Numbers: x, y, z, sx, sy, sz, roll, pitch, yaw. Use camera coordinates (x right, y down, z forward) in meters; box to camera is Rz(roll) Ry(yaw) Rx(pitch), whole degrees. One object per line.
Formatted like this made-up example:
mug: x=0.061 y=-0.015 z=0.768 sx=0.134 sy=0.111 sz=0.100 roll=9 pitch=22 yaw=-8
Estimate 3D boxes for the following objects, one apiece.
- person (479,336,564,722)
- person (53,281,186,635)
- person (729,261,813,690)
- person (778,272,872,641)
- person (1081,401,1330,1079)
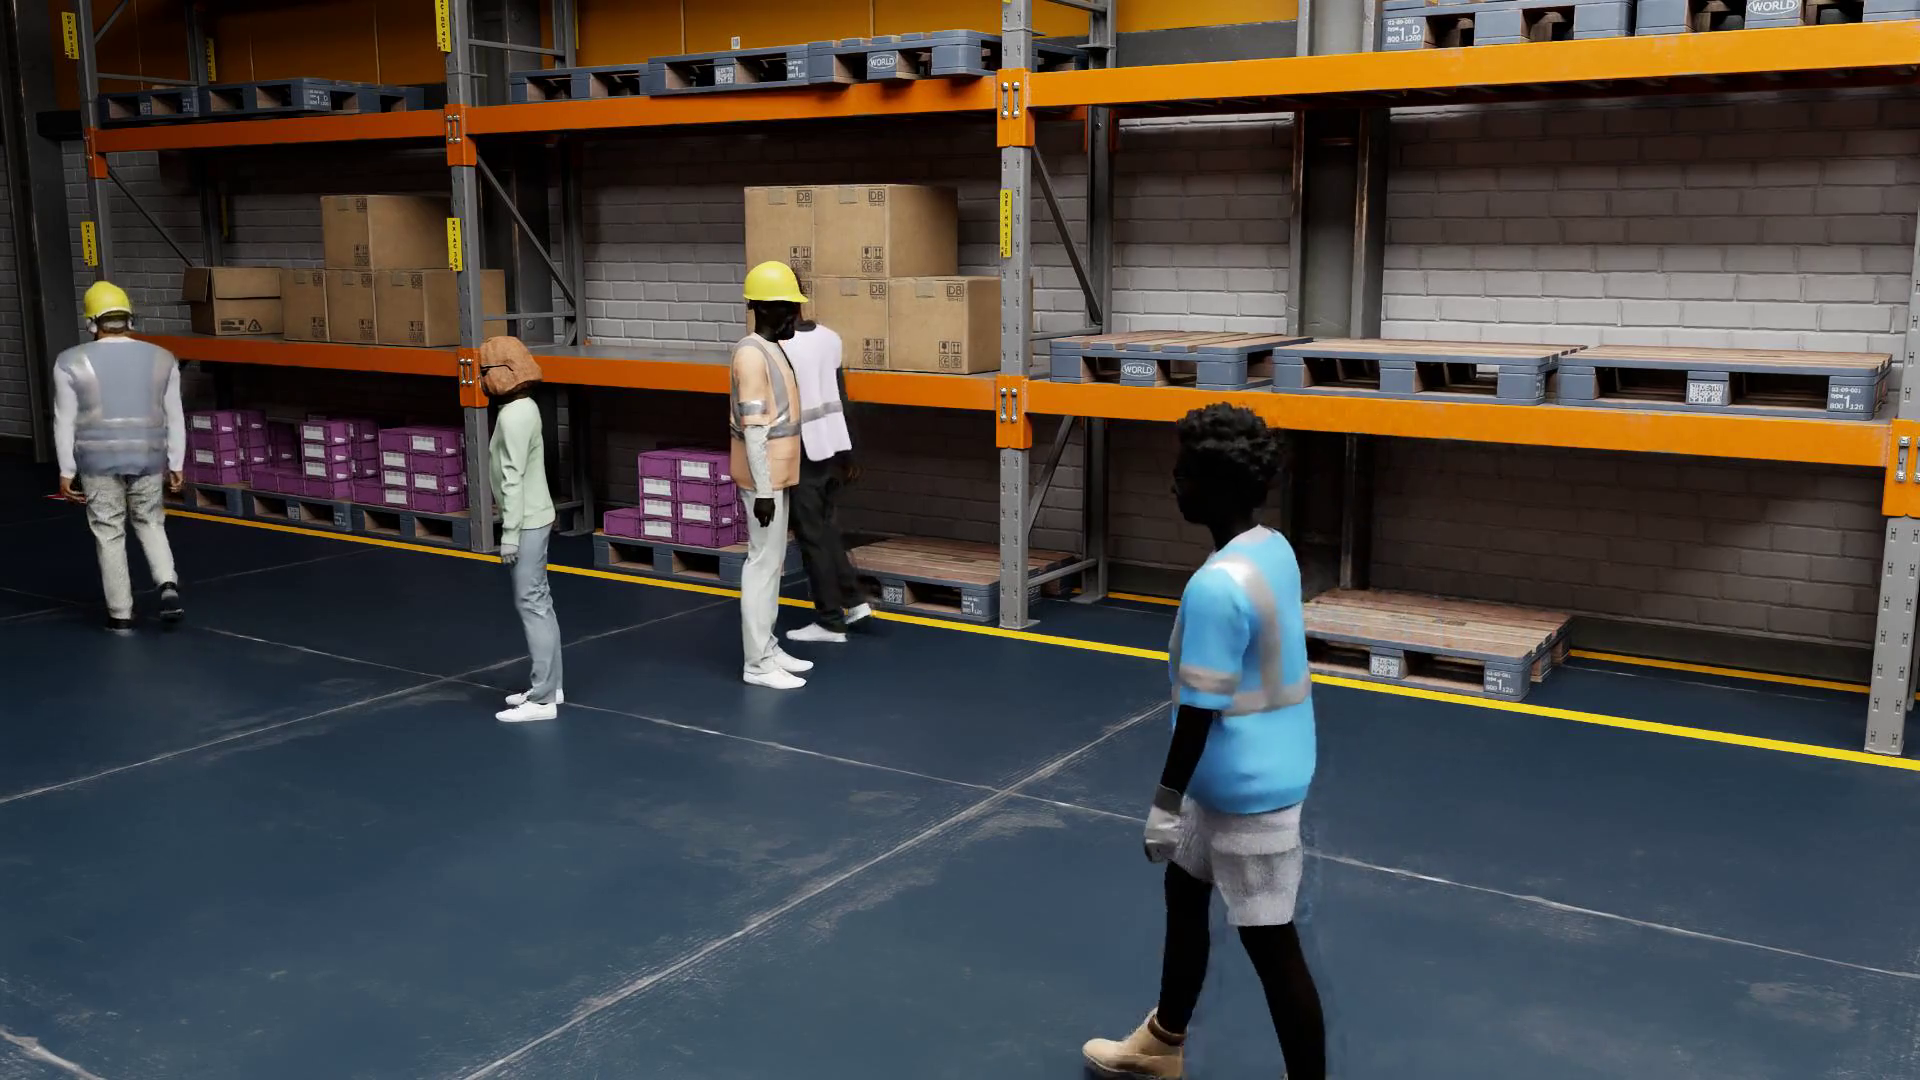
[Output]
person: x=-1.859 y=-0.047 z=7.049 sx=0.284 sy=1.624 sz=0.494 roll=-2 pitch=10 yaw=-10
person: x=-4.275 y=-0.402 z=8.493 sx=0.599 sy=1.818 sz=0.459 roll=-10 pitch=14 yaw=-43
person: x=-0.855 y=-0.294 z=7.570 sx=0.366 sy=1.926 sz=0.594 roll=0 pitch=10 yaw=1
person: x=-0.768 y=-0.399 z=8.284 sx=0.428 sy=1.884 sz=0.636 roll=5 pitch=11 yaw=24
person: x=0.533 y=0.530 z=3.713 sx=0.746 sy=1.661 sz=0.552 roll=4 pitch=11 yaw=20
